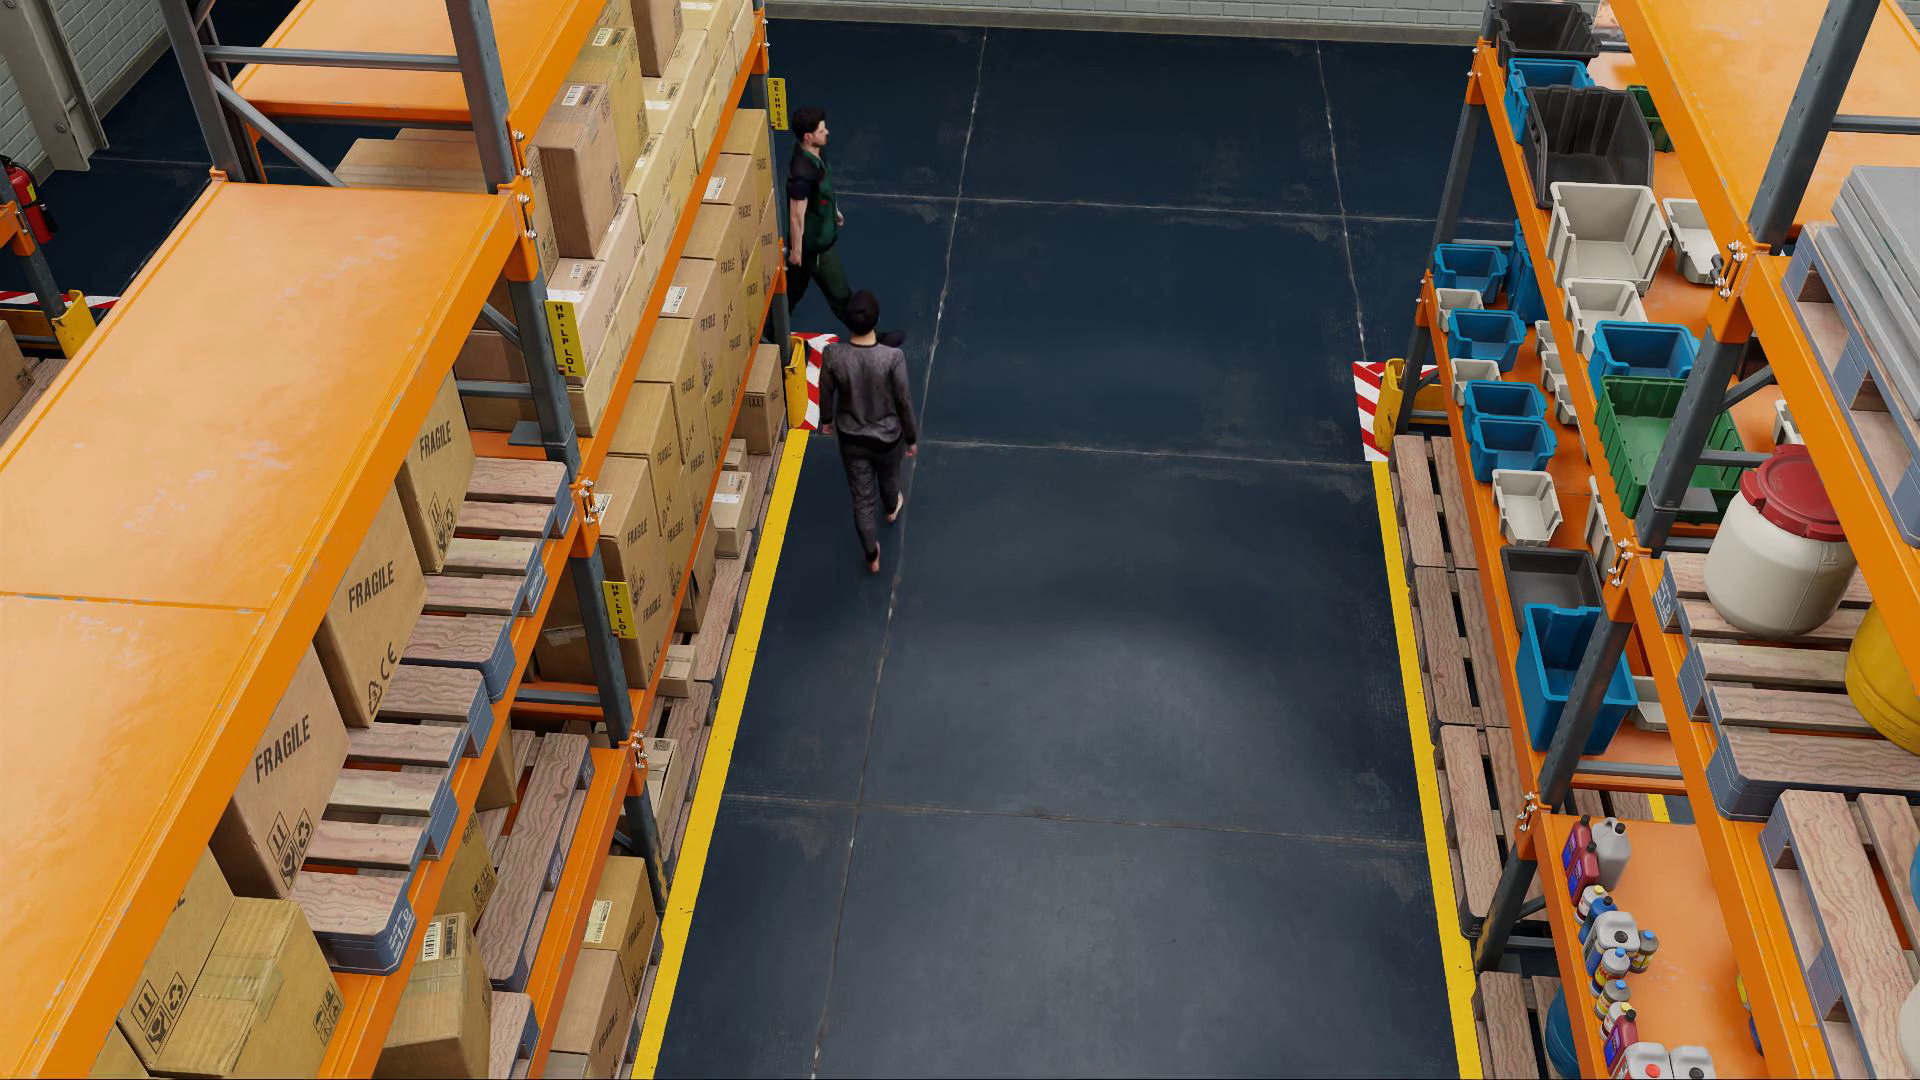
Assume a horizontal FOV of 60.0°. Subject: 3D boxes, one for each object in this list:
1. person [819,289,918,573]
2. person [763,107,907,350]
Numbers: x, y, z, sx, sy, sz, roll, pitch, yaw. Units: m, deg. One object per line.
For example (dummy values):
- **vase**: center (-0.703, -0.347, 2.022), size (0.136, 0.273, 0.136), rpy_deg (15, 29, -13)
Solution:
- **person**: center (-0.517, -0.552, 9.463), size (0.744, 1.825, 0.928), rpy_deg (2, 43, 2)
- **person**: center (-1.072, -1.976, 10.979), size (0.880, 1.838, 1.209), rpy_deg (-2, 43, -3)
